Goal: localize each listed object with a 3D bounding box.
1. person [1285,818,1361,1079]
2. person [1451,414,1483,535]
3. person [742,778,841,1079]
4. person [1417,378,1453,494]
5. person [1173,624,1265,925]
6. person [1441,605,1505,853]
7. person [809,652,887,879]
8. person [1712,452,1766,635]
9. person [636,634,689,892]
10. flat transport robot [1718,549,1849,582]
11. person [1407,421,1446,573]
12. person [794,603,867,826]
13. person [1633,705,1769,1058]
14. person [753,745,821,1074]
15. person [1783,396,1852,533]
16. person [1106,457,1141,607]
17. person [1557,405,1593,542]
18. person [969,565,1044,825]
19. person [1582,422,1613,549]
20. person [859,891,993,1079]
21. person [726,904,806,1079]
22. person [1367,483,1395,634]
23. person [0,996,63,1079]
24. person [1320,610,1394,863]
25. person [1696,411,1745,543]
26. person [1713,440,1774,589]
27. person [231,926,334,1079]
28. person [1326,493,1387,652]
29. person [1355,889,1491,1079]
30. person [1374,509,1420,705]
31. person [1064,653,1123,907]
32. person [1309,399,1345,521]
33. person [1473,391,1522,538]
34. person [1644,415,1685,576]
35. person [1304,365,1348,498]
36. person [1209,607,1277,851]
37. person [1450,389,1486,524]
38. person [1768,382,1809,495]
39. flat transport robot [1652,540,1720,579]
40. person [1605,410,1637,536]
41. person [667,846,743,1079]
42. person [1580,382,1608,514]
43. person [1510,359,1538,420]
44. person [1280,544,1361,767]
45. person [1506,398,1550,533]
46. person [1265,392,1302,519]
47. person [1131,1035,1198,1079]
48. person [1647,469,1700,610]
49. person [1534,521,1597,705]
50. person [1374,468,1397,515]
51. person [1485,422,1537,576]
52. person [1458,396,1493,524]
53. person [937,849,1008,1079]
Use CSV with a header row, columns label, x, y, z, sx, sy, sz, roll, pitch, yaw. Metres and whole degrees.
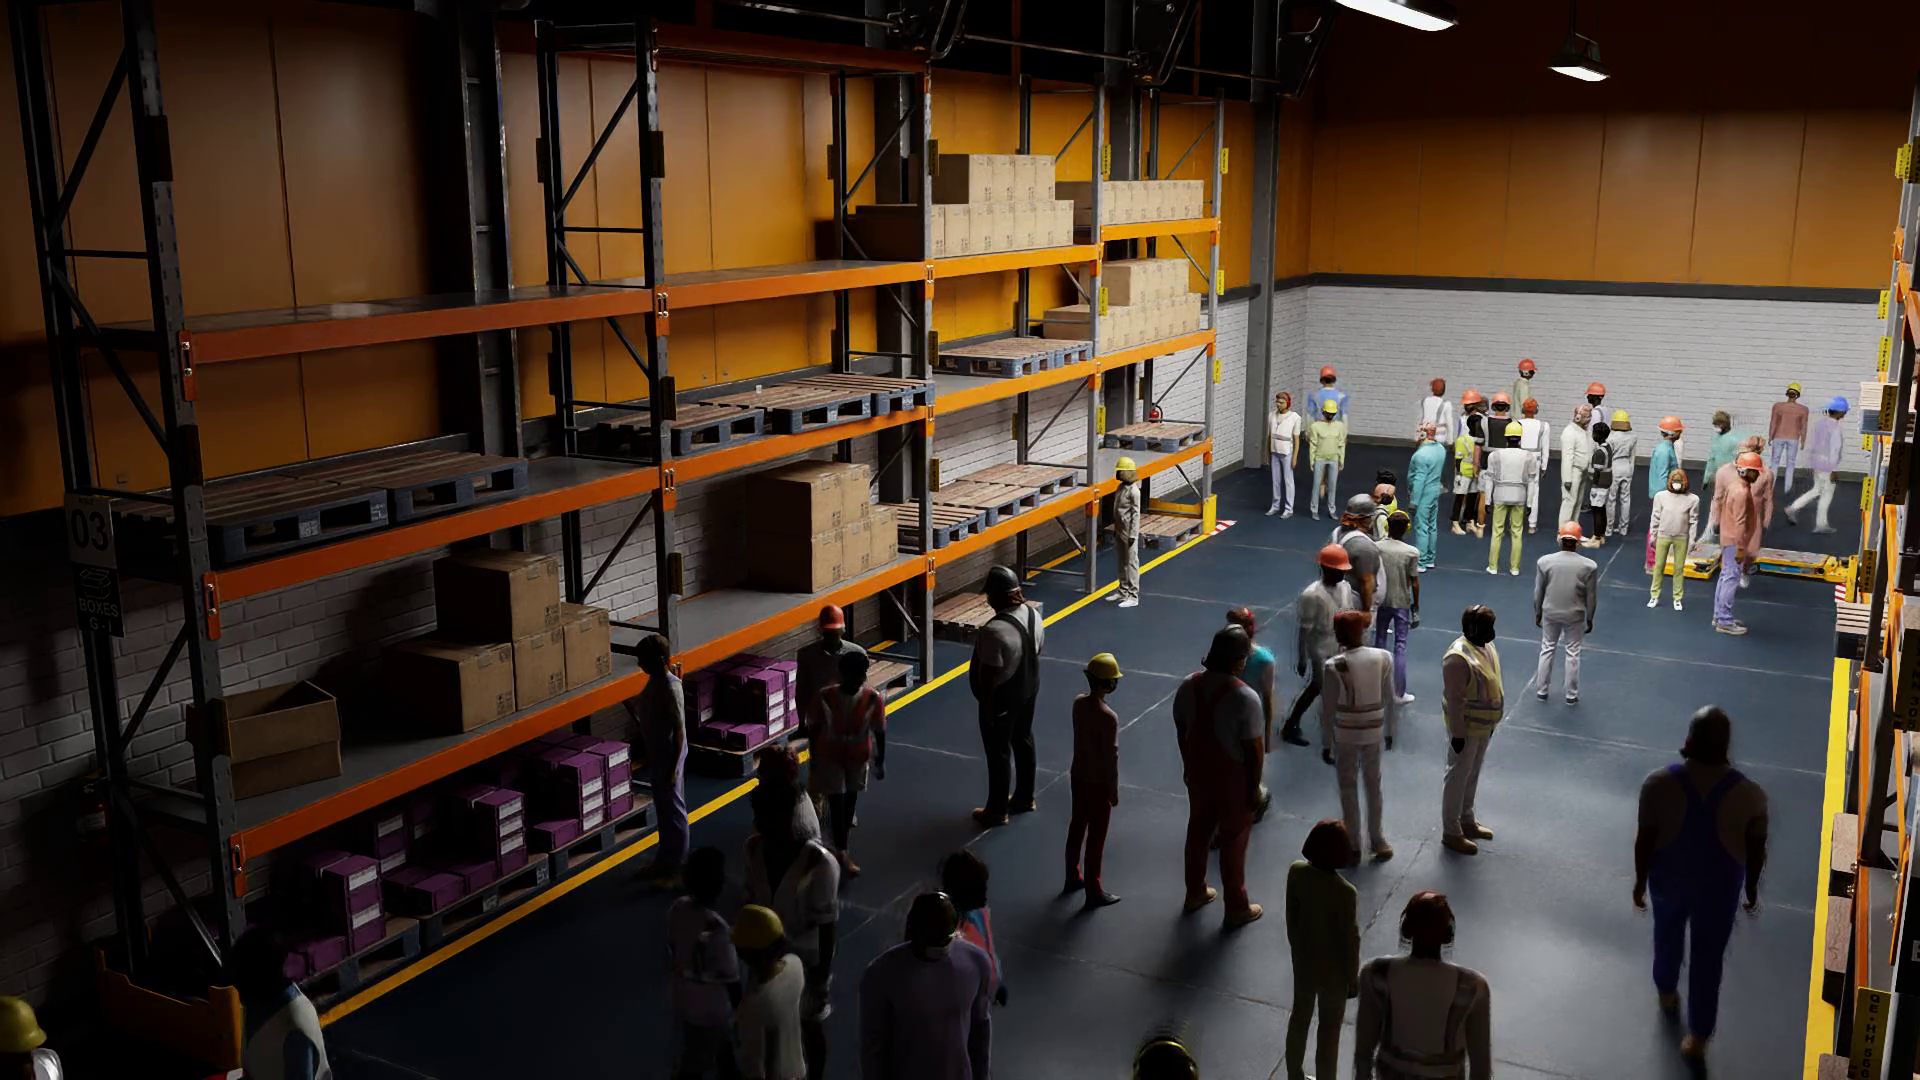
label,x,y,z,sx,sy,sz,roll,pitch,yaw
person,1.941,2.264,8.892,0.284,1.633,0.497,-8,15,-33
person,7.035,-0.909,22.973,0.533,1.694,0.320,-6,14,-27
person,-0.902,2.179,8.575,0.649,1.938,0.626,6,14,24
person,7.269,-1.567,25.571,0.934,1.851,0.587,-9,15,-34
person,1.795,1.545,11.191,0.535,2.000,0.684,-11,17,-40
person,3.815,1.380,12.381,0.429,1.844,0.627,10,16,37
person,-0.794,1.579,11.893,0.549,1.647,0.822,-3,13,-12
person,8.477,0.023,18.116,0.388,1.990,0.622,4,13,17
person,-2.086,1.543,11.659,0.345,1.840,0.504,-7,14,-28
flat transport robot,10.328,0.284,20.833,1.431,0.197,0.652,8,15,32
person,5.794,-0.543,20.839,0.407,1.910,0.639,10,16,39
person,-0.987,1.338,12.757,0.561,1.756,0.318,-1,13,-4
person,4.250,1.903,9.590,0.685,2.000,1.016,5,14,23
person,-0.981,2.049,9.238,0.401,1.910,0.641,-3,13,-13
person,11.906,-1.040,23.034,0.633,1.931,0.617,1,13,7
person,1.903,-0.098,19.218,0.296,1.745,0.484,-5,13,-20
person,8.301,-0.882,22.398,0.400,1.894,0.658,11,16,39
person,0.323,1.171,12.866,0.535,2.000,0.682,9,16,36
person,8.522,-0.731,22.176,0.319,1.694,0.532,8,15,31
person,-0.135,2.449,7.387,0.628,1.935,0.373,-6,14,-23
person,-0.802,2.492,7.617,0.669,1.741,0.526,6,14,26
person,4.585,0.192,18.161,0.307,1.638,0.513,1,13,5
person,-3.756,2.669,6.653,0.403,1.825,0.593,4,13,17
person,2.901,1.428,12.101,0.621,1.866,0.442,-5,13,-21
person,9.955,-0.750,21.818,0.916,1.880,0.647,0,13,-2
person,9.197,-0.253,19.583,0.645,1.896,0.571,5,13,20
person,-2.909,2.533,7.200,1.016,1.857,0.613,-11,16,-39
person,3.725,0.559,15.608,0.536,2.000,0.683,-3,13,-15
person,2.036,2.484,7.403,0.584,1.864,0.803,6,14,24
person,4.095,0.625,15.689,0.532,1.874,0.321,9,15,34
person,0.946,1.631,11.453,0.350,1.759,0.523,-6,14,-26
person,5.267,-1.146,23.878,0.525,1.760,0.341,-1,13,-5
person,7.313,-1.011,22.677,0.611,2.030,0.410,4,13,17
person,8.762,-0.559,20.708,0.370,1.996,0.622,5,13,21
person,5.658,-1.698,25.777,0.643,2.008,0.887,1,13,6
person,2.113,1.364,12.508,0.872,1.818,0.581,-11,17,-40
person,7.245,-1.192,23.702,0.387,1.930,0.545,-5,14,-21
person,12.820,-1.565,25.772,0.530,1.752,0.341,7,14,27
flat transport robot,9.275,0.225,21.100,0.652,0.197,1.431,8,15,32
person,9.057,-0.924,22.934,0.484,1.737,0.321,-3,13,-15
person,-1.243,2.356,8.408,0.852,1.650,0.580,-8,15,-31
person,9.262,-1.341,24.341,0.370,1.939,0.543,8,15,32
person,9.059,-1.923,26.820,0.379,1.996,0.609,1,13,5
person,3.137,0.940,14.253,0.565,1.888,0.997,-11,16,-40
person,7.853,-1.027,23.067,0.576,1.882,0.355,3,13,13
person,4.691,-1.234,24.098,0.390,1.837,0.561,-10,16,-38
person,0.756,2.742,6.256,0.575,1.843,0.657,1,13,4
person,8.173,-0.009,19.069,0.501,1.633,0.279,6,14,25
person,5.714,0.683,15.715,0.565,1.745,0.349,7,14,29
person,4.768,0.027,18.766,0.318,1.697,0.533,0,13,1
person,6.820,-0.505,20.650,0.586,1.920,0.397,3,13,14
person,7.373,-1.144,23.687,0.582,1.837,0.470,0,13,1
person,0.059,2.338,8.195,0.757,1.800,0.730,2,13,10
